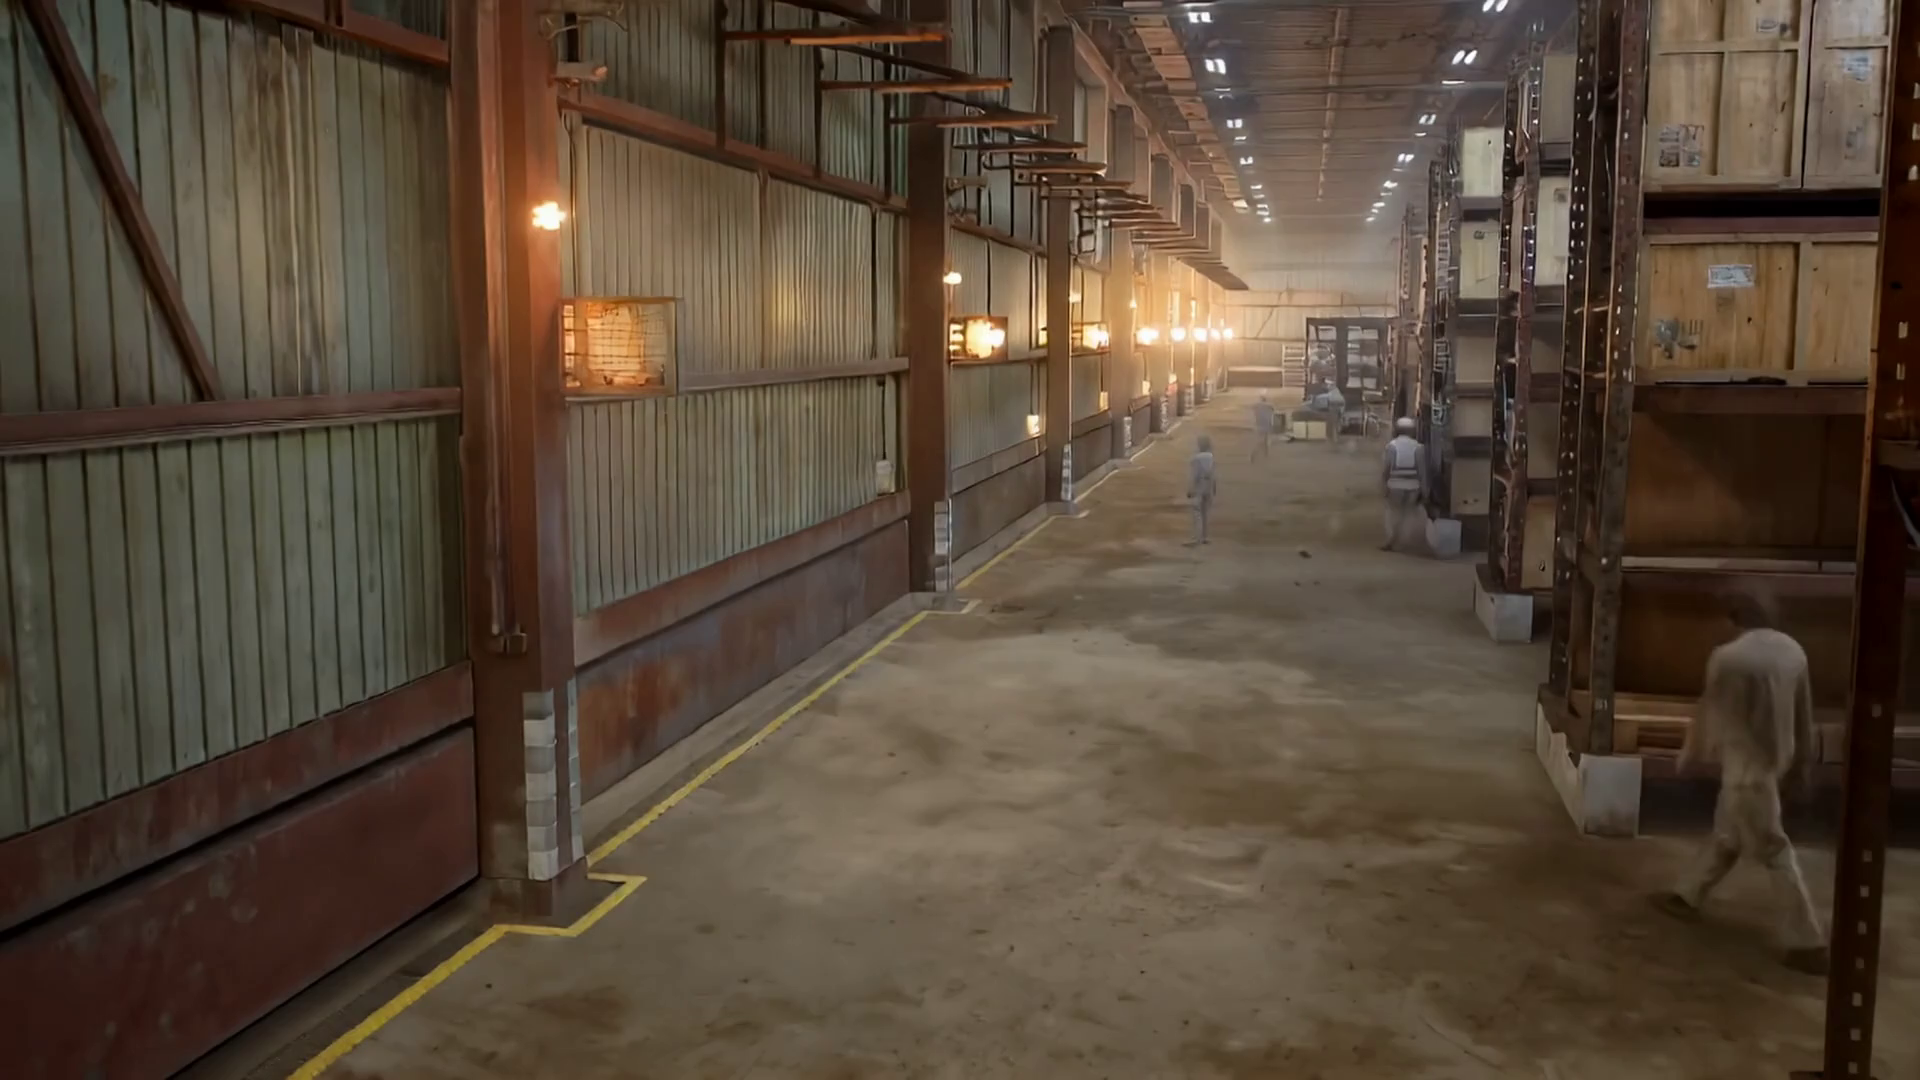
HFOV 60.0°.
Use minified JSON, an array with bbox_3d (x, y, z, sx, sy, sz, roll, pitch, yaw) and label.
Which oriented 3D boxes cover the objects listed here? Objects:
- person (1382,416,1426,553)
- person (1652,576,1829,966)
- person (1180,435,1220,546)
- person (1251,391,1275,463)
[{"bbox_3d":[6.257,-0.784,23.471,0.609,1.925,0.515,1,7,8],"label":"person"},{"bbox_3d":[3.990,1.129,8.354,0.638,1.892,1.018,-5,9,-36],"label":"person"},{"bbox_3d":[3.498,-0.705,24.077,0.632,1.617,0.391,-3,8,-21],"label":"person"},{"bbox_3d":[7.207,-2.690,39.576,0.573,1.714,0.875,6,9,38],"label":"person"}]
